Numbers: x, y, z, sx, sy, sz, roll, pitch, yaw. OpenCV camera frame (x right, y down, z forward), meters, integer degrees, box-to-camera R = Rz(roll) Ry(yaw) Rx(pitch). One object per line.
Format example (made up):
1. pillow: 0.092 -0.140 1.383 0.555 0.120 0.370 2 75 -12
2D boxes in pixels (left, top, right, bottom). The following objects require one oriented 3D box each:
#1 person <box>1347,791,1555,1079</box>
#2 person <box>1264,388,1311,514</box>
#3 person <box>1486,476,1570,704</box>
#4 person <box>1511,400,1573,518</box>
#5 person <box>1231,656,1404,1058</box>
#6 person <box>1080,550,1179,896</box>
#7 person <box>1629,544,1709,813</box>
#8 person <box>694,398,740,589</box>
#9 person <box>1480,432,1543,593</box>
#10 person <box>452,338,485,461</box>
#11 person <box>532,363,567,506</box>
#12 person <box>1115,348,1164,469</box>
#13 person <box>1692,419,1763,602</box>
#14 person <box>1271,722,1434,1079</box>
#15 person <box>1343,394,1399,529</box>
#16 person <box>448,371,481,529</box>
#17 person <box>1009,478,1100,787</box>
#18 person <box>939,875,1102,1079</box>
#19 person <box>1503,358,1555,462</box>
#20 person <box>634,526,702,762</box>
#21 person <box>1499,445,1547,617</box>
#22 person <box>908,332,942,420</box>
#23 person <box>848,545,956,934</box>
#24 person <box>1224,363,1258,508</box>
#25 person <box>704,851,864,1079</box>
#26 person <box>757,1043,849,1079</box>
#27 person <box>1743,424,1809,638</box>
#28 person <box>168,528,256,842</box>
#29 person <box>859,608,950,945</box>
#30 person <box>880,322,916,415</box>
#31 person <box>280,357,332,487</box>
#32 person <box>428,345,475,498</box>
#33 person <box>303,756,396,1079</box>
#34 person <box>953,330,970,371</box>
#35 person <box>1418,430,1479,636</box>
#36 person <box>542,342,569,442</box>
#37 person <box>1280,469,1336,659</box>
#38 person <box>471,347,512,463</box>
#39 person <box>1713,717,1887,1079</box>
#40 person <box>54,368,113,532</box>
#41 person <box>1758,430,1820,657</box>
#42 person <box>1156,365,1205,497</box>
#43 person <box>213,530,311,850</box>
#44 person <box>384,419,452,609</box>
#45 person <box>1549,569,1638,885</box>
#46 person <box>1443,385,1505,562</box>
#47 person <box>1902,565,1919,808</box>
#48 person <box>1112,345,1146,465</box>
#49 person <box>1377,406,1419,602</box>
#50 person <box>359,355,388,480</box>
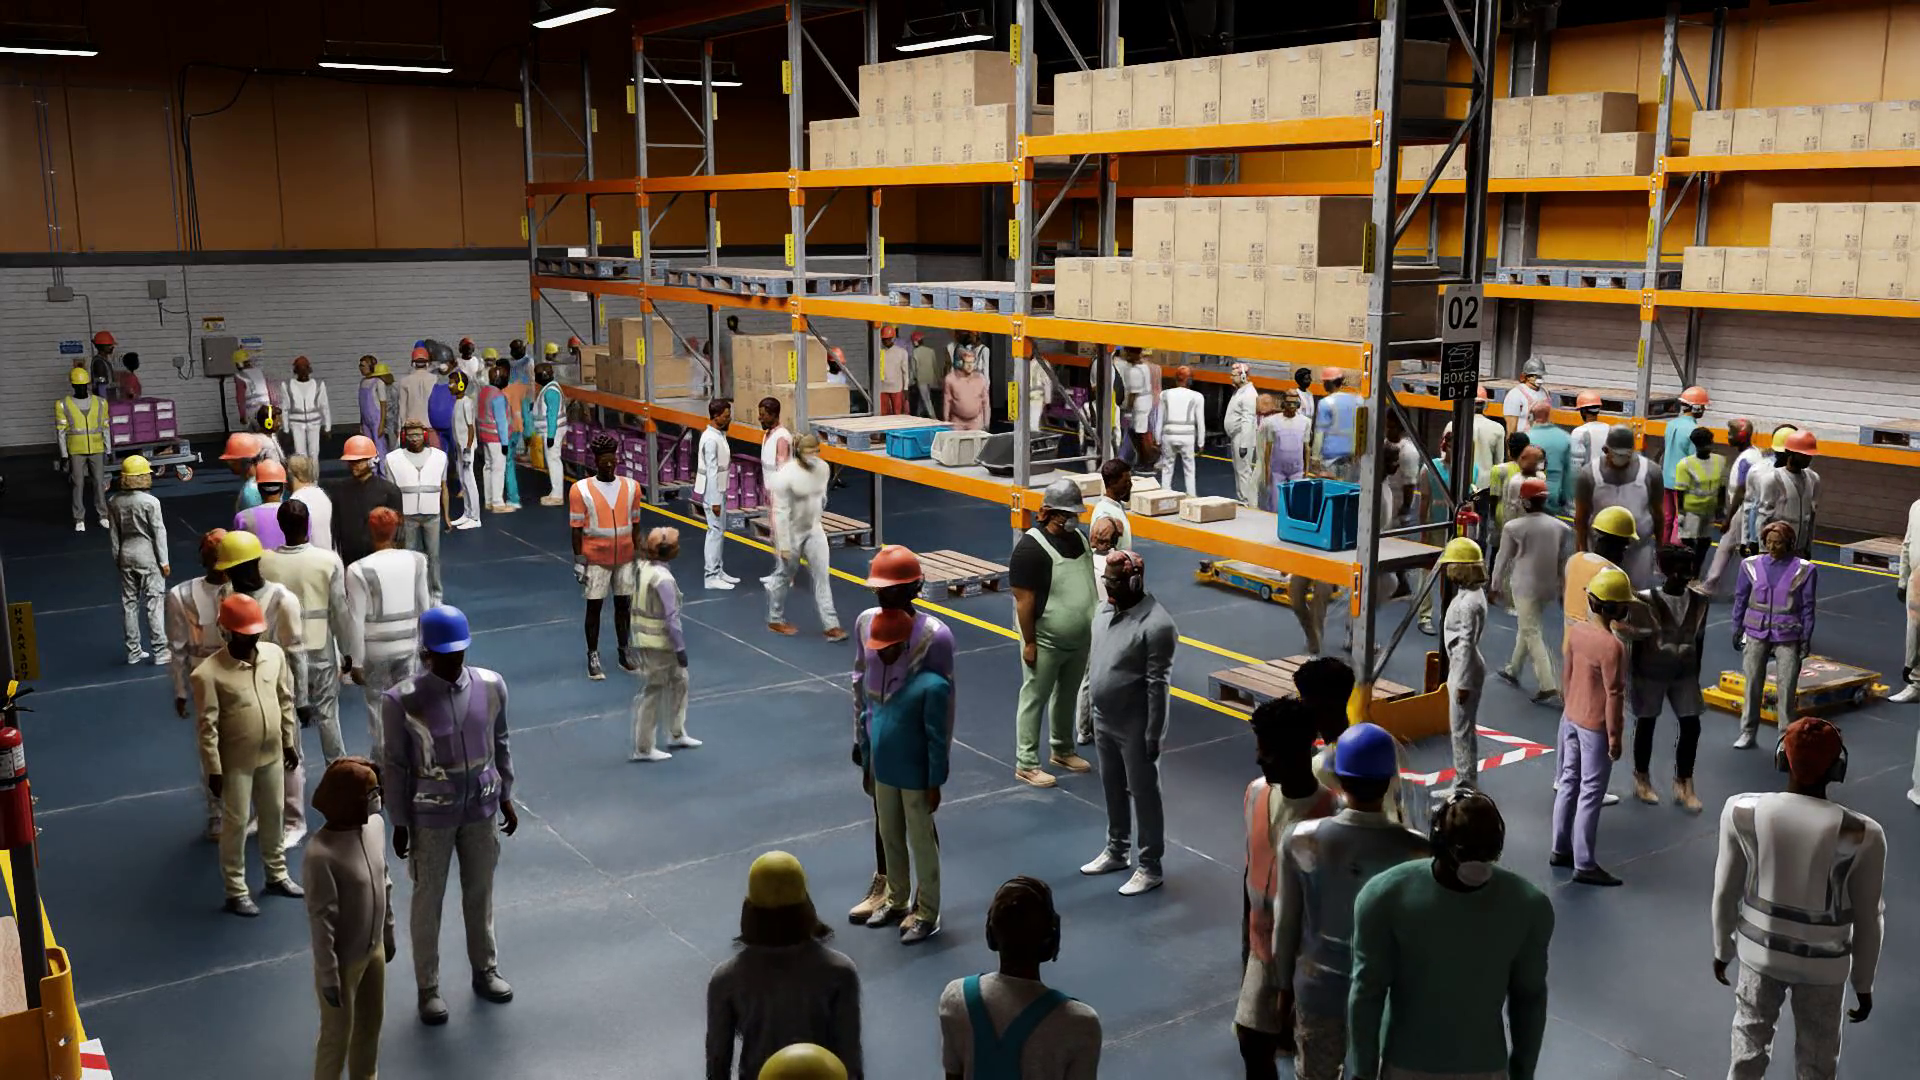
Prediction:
1. person: 1.575 1.712 5.430 0.640 1.922 0.421 1 11 4
2. person: 3.584 -0.752 18.241 0.502 1.837 0.350 0 11 -2
3. person: 4.437 0.376 12.814 0.584 1.705 0.890 -4 12 -19
4. person: 5.762 -0.439 16.502 0.691 1.884 0.507 -4 12 -18
5. person: 1.722 1.436 6.981 1.132 1.885 0.589 6 13 29
6. person: 0.900 0.990 9.159 0.401 1.903 0.645 -7 13 -32
7. person: 4.419 0.866 10.332 0.549 1.682 0.542 -1 11 -3
8. person: -2.430 -0.458 16.551 0.410 1.908 0.598 0 11 -2
9. person: 5.293 -0.217 15.941 0.551 1.643 0.878 0 11 -1
10. person: -7.390 -2.102 25.040 0.578 1.879 0.367 -7 13 -32
11. person: -5.278 -1.367 21.404 0.430 1.831 0.634 -4 12 -17
12. person: 2.636 -1.965 24.231 1.076 1.927 0.636 -4 12 -19
13. person: 7.309 -0.247 15.728 0.906 1.795 0.573 4 12 21
14. person: 1.412 1.602 5.923 0.609 1.939 0.420 4 12 20
15. person: 4.805 -1.009 19.383 0.638 1.898 0.916 -8 14 -35
16. person: -5.910 -1.068 19.757 0.328 1.872 0.514 -7 13 -31
17. person: 0.662 0.583 10.866 0.535 2.000 0.685 10 15 42
18. person: 0.176 1.866 4.842 0.501 1.839 0.341 6 13 29
19. person: 6.780 -1.146 19.715 0.689 2.000 0.539 -7 13 -33
20. person: -1.969 0.706 11.322 0.631 1.614 0.541 -4 12 -20
21. person: 5.189 -0.088 15.392 0.510 1.623 0.416 -7 13 -33
22. person: -0.613 -2.794 29.072 0.595 1.690 0.871 -10 15 -40
23. person: -0.314 1.026 8.592 0.608 2.045 0.391 7 13 34
24. person: 3.449 -1.225 20.491 0.399 1.900 0.644 0 11 0
25. person: -0.566 1.831 5.372 0.497 1.676 0.946 -2 11 -11
26. person: -0.345 2.039 3.707 0.593 1.925 0.384 -1 11 -7
27. person: 7.077 -0.055 14.441 0.593 1.922 0.392 -4 12 -22
28. person: -4.356 0.856 9.902 0.582 1.879 0.350 -7 13 -30
29. person: -0.312 1.189 8.553 0.575 1.736 0.355 9 15 40
30. person: -1.067 -2.856 28.863 0.712 1.892 0.480 -4 12 -19
31. person: -8.551 -1.463 21.791 0.595 1.859 0.665 -6 12 -27
32. person: -6.736 -1.562 21.848 0.689 2.000 0.538 2 11 11
33. person: -2.384 1.636 6.559 0.282 1.629 0.504 2 11 12
34. person: 0.052 -2.597 27.659 0.346 1.840 0.505 -2 11 -13
35. person: 4.322 -0.081 14.790 0.564 1.837 0.396 -4 12 -17
36. person: -6.198 -2.228 25.981 0.614 1.747 0.546 -7 13 -30
37. person: 2.953 0.204 13.855 0.549 1.615 0.592 5 12 25
38. person: -6.742 -1.869 23.994 0.608 1.816 0.425 -5 12 -26
39. person: 3.104 1.573 6.199 0.573 1.887 0.356 9 14 37
40. person: -10.304 -1.068 19.609 0.587 1.927 0.367 -10 15 -42
41. person: 6.976 0.029 14.006 0.546 1.930 0.380 -3 11 -16
42. person: 2.708 -1.208 20.471 0.605 1.874 0.390 4 12 22
43. person: -4.086 0.871 9.730 0.635 1.910 0.430 4 12 21
44. person: -5.031 -0.218 15.467 0.567 1.844 0.375 -6 12 -27
45. person: 3.558 1.030 9.288 0.327 1.767 0.533 -1 11 -7
46. person: 5.248 -0.593 17.066 0.617 1.978 0.439 2 11 8
47. person: 6.212 0.740 10.355 0.594 1.924 0.382 6 12 26
48. person: 2.391 -2.032 24.642 0.623 1.903 1.006 -8 14 -36
49. person: 4.084 -0.335 15.860 0.638 1.929 0.710 -2 11 -11
50. person: -7.893 -1.561 22.342 0.508 1.846 0.345 8 14 35
